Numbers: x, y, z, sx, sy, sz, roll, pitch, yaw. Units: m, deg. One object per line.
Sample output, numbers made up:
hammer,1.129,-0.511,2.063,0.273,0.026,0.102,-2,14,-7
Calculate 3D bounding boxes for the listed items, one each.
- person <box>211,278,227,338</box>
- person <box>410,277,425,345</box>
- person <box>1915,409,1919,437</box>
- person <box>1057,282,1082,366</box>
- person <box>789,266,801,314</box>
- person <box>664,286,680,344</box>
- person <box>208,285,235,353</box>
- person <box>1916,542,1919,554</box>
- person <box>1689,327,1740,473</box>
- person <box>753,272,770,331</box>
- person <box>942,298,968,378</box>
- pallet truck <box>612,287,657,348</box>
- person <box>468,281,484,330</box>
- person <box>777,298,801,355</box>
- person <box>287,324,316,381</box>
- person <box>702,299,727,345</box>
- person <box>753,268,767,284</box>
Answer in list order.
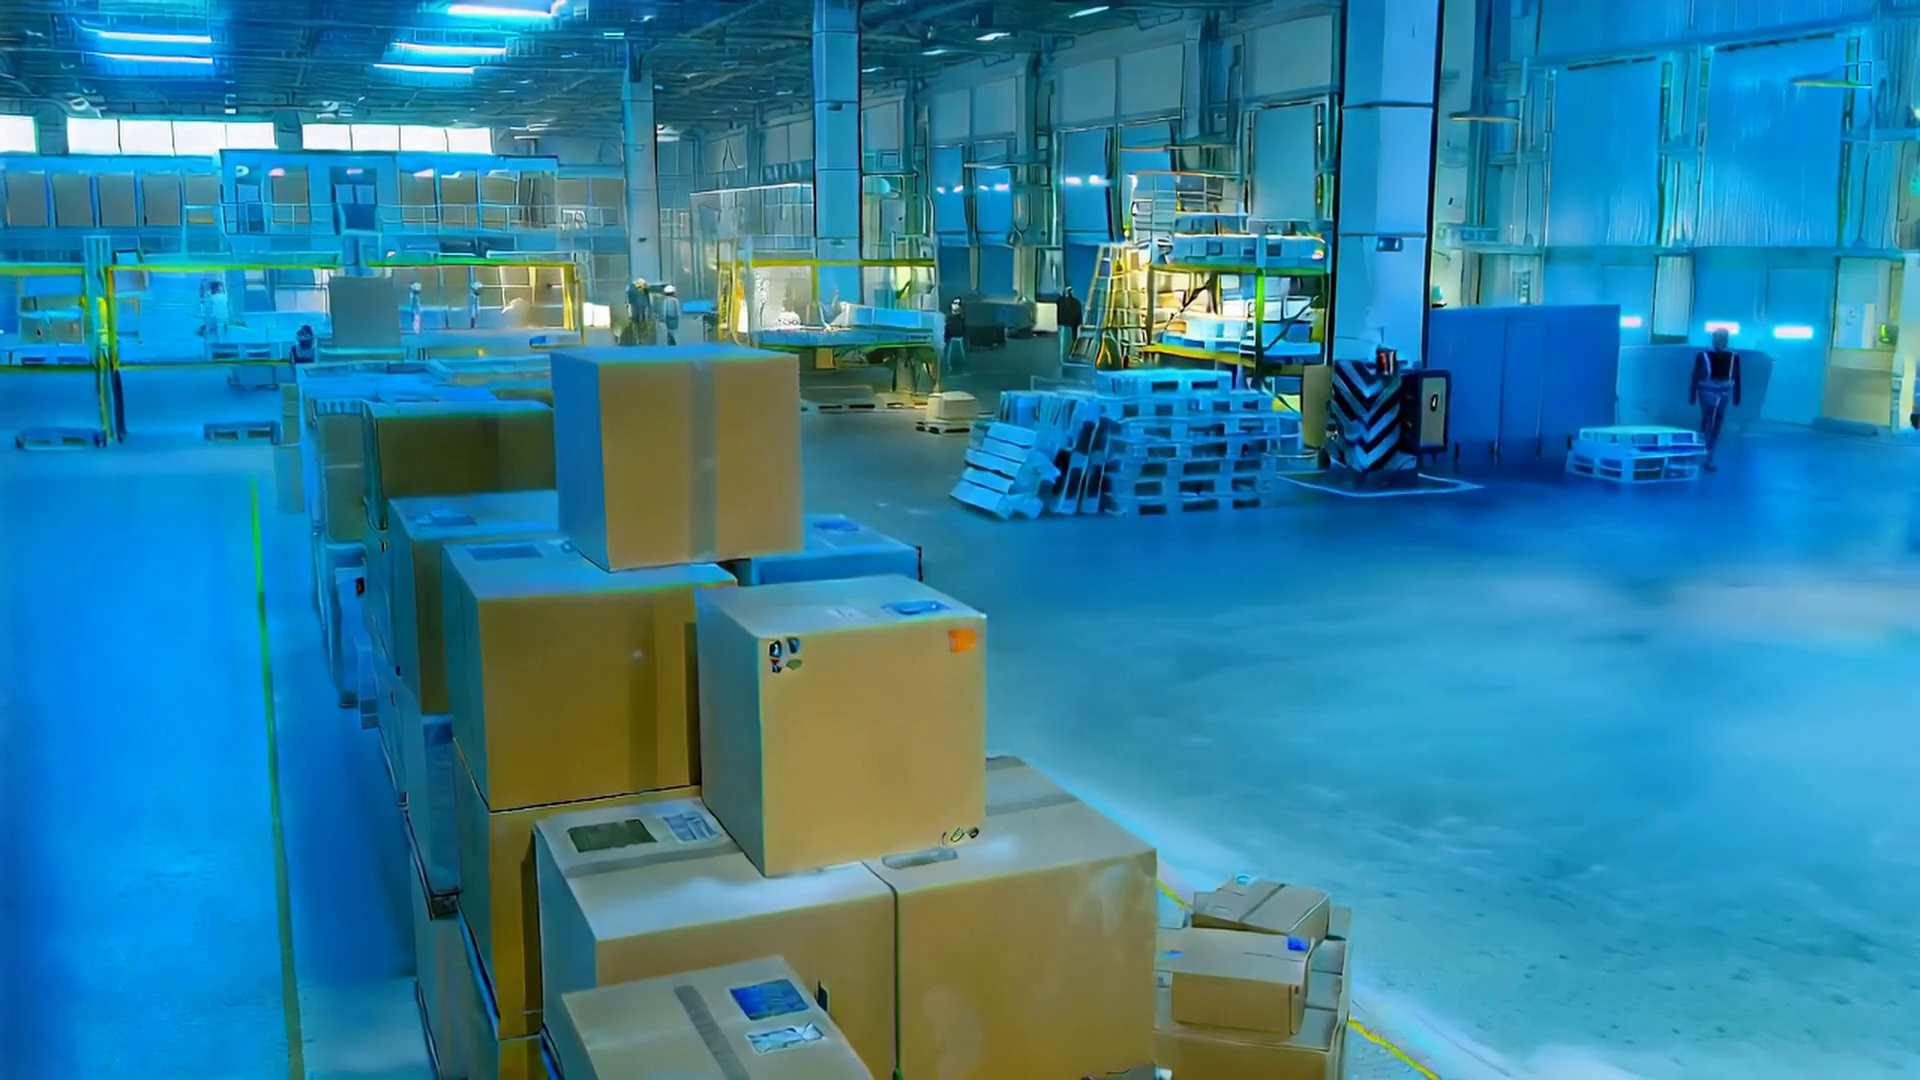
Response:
person,-22.183,-6.941,49.844,0.492,1.834,0.642,3,11,18
person,-15.120,-6.356,46.341,0.373,1.928,0.584,-3,11,-14
person,11.411,-1.315,19.380,0.546,1.620,0.457,0,10,-2
person,2.579,-5.094,39.248,0.608,1.987,0.400,-3,11,-16
person,-6.233,-9.311,62.505,0.599,1.967,0.654,10,14,43
person,-6.849,-5.067,39.413,0.400,1.874,0.628,-1,10,-3
person,-18.659,-5.541,42.130,0.647,1.825,0.557,4,11,22
person,9.601,-0.769,15.682,1.032,1.878,0.651,1,10,7
person,9.662,-1.774,21.242,0.611,1.868,0.453,-1,10,-6
person,-6.299,-7.527,52.790,0.619,1.931,0.727,5,11,26
person,-0.103,-4.319,35.635,0.556,1.746,0.420,0,10,2
pallet truck,-6.464,-4.406,35.401,0.823,1.965,1.885,6,12,32
person,-12.056,-5.486,41.521,0.372,1.940,0.631,0,10,0
person,-3.834,-4.584,37.285,0.538,1.673,0.723,-2,10,-10
person,-9.022,-2.083,23.078,0.530,1.825,0.633,-1,10,-6
person,-5.195,-4.239,35.224,0.488,1.730,0.396,3,11,18
person,-7.512,-9.309,62.707,0.547,1.893,0.773,-4,11,-22
